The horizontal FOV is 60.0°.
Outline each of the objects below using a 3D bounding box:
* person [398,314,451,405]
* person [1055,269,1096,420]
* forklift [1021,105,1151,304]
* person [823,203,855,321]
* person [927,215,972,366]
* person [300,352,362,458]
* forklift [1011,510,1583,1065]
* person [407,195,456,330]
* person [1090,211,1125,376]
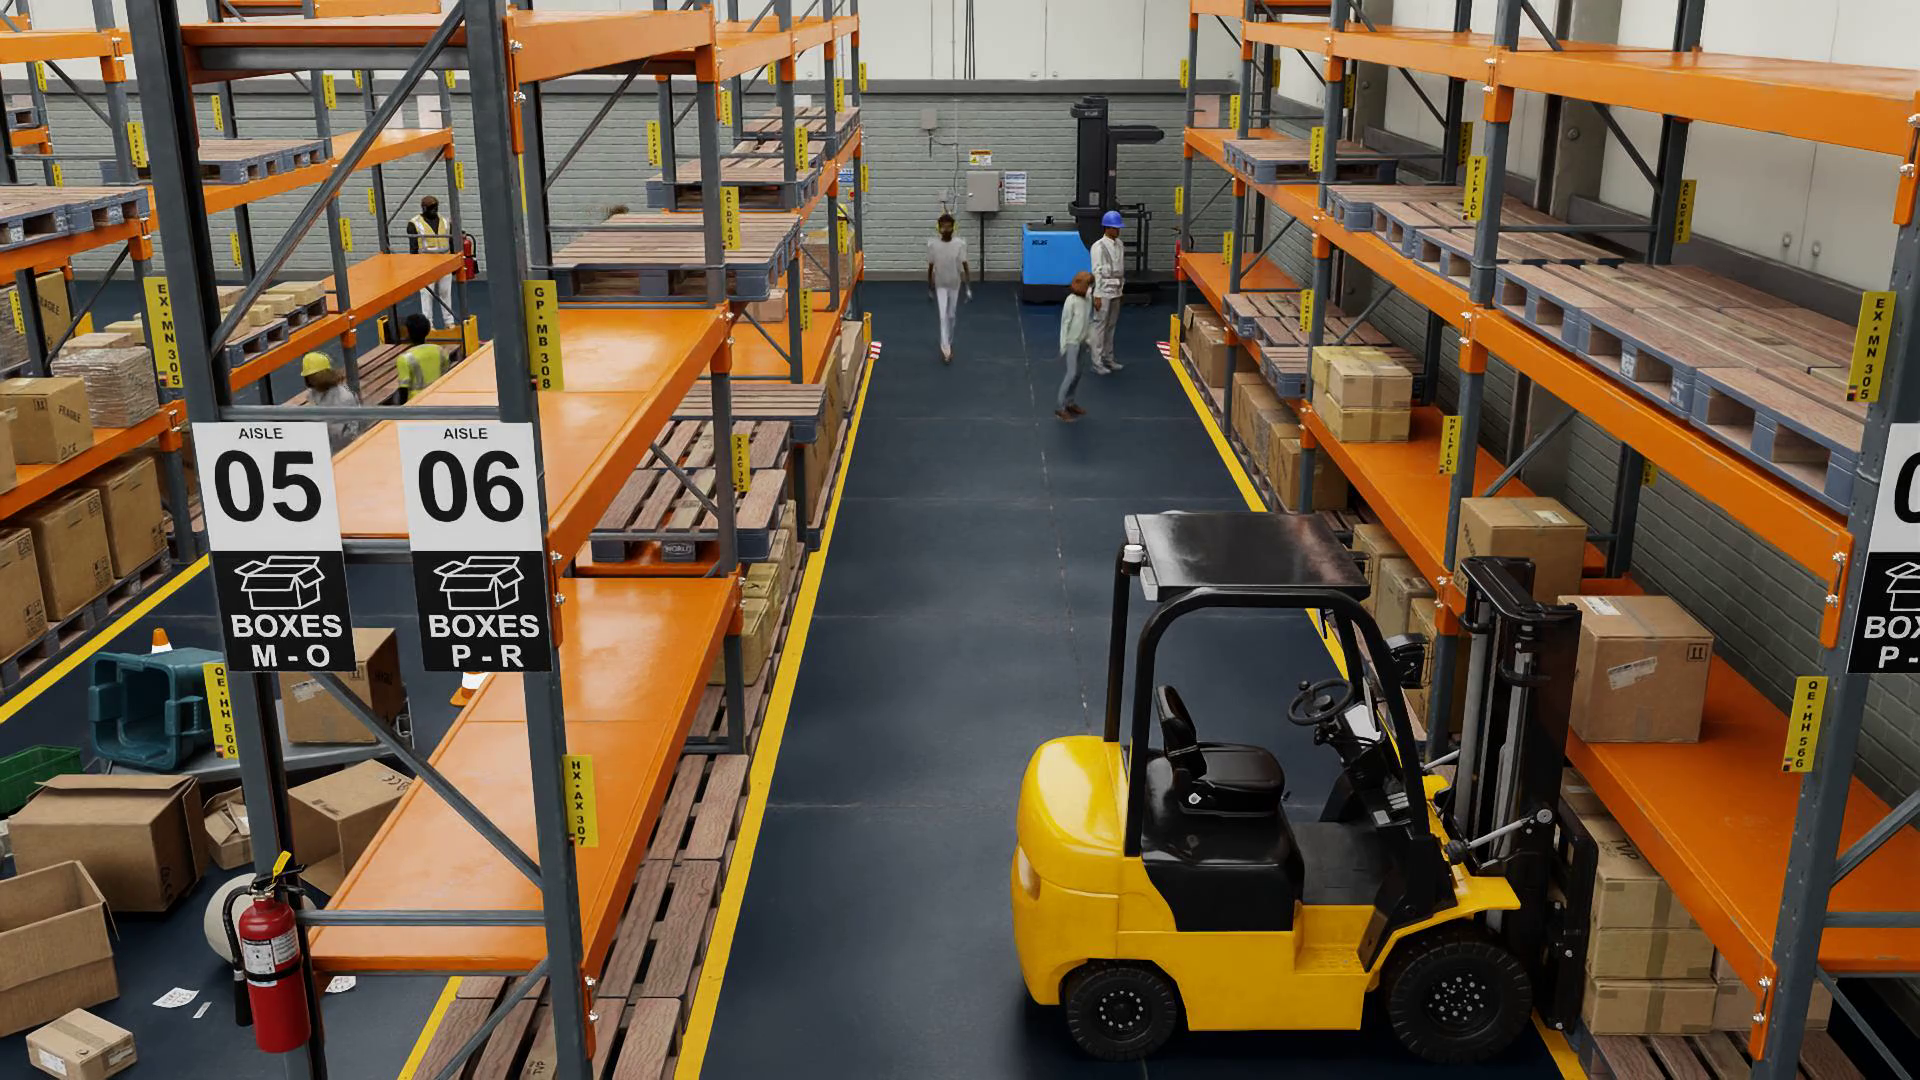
[{"bbox_3d":[-4.793,-1.191,14.964,0.324,1.683,0.579,11,21,30],"label":"person"},{"bbox_3d":[1.261,-2.106,17.842,0.369,1.615,0.525,11,21,30],"label":"person"},{"bbox_3d":[1.857,-4.944,24.441,1.873,2.768,1.129,0,18,0],"label":"forklift"},{"bbox_3d":[-1.598,-3.635,22.287,0.487,1.737,0.320,-7,20,-21],"label":"person"},{"bbox_3d":[-0.136,-3.125,20.629,0.537,1.815,0.993,-2,18,-7],"label":"person"},{"bbox_3d":[-5.029,-0.711,13.532,0.492,1.711,0.683,6,19,16],"label":"person"},{"bbox_3d":[1.387,1.055,7.378,2.313,2.155,1.214,0,18,0],"label":"forklift"},{"bbox_3d":[-7.030,-3.684,22.279,0.632,1.837,0.429,-15,24,-38],"label":"person"},{"bbox_3d":[1.780,-2.959,19.901,0.394,1.945,0.618,13,22,34],"label":"person"}]
